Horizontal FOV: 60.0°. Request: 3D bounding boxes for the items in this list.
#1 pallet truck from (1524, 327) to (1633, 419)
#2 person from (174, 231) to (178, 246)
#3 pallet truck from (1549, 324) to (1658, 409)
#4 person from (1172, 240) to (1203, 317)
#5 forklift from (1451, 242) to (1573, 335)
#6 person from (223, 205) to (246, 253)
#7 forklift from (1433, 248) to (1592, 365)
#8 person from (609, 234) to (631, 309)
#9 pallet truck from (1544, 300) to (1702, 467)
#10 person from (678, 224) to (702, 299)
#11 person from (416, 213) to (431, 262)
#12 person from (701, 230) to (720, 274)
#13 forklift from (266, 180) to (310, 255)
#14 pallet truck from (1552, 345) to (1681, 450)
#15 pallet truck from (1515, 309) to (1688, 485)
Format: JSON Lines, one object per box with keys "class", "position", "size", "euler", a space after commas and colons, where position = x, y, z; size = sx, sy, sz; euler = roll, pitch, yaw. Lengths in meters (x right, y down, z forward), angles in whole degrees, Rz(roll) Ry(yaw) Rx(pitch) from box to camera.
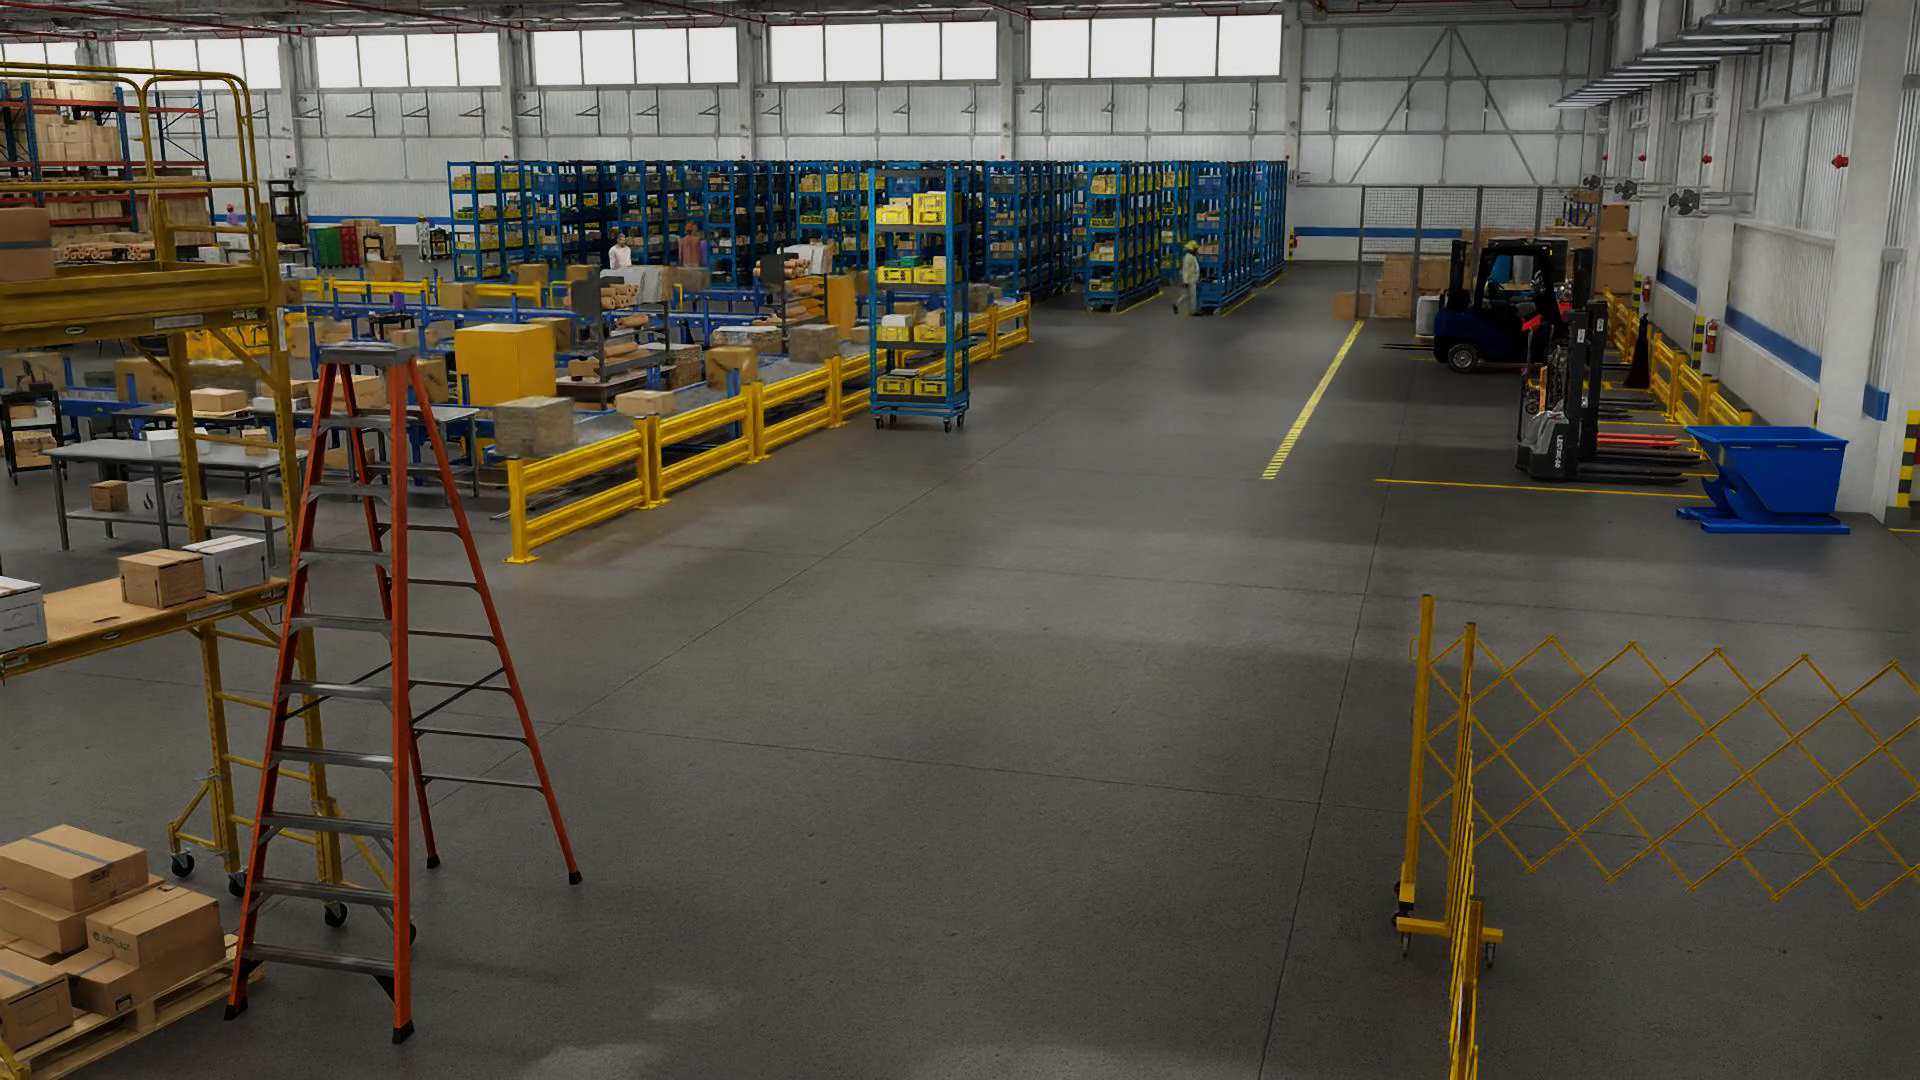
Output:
{"class": "pallet truck", "position": [9.065, -2.460, 24.370], "size": [1.522, 1.261, 0.704], "euler": [3, 13, 14]}
{"class": "person", "position": [-24.505, -9.048, 51.416], "size": [0.612, 1.938, 0.419], "euler": [-7, 15, -28]}
{"class": "pallet truck", "position": [9.824, -2.669, 25.407], "size": [1.601, 1.201, 0.680], "euler": [4, 14, 16]}
{"class": "person", "position": [5.395, -6.171, 39.255], "size": [0.697, 1.814, 0.602], "euler": [3, 13, 13]}
{"class": "forklift", "position": [10.464, -4.597, 31.405], "size": [2.680, 1.987, 1.157], "euler": [4, 14, 16]}
{"class": "person", "position": [-28.201, -12.054, 64.523], "size": [0.977, 1.892, 0.546], "euler": [1, 13, 5]}
{"class": "forklift", "position": [9.780, -4.111, 29.280], "size": [2.680, 1.987, 1.157], "euler": [3, 13, 14]}
{"class": "person", "position": [-8.144, -6.417, 40.135], "size": [0.406, 1.902, 0.639], "euler": [9, 16, 35]}
{"class": "pallet truck", "position": [8.263, -1.952, 20.631], "size": [1.885, 1.965, 0.823], "euler": [5, 14, 20]}
{"class": "person", "position": [-7.112, -7.340, 43.908], "size": [0.608, 1.996, 0.381], "euler": [-2, 13, -10]}
{"class": "person", "position": [-19.115, -10.759, 59.255], "size": [0.485, 1.734, 0.348], "euler": [-7, 15, -27]}
{"class": "person", "position": [-6.655, -7.345, 44.297], "size": [0.594, 1.823, 0.439], "euler": [6, 14, 25]}
{"class": "forklift", "position": [-25.970, -12.389, 63.788], "size": [1.129, 2.768, 1.873], "euler": [-11, 17, -40]}
{"class": "pallet truck", "position": [8.641, -1.896, 21.908], "size": [1.630, 1.274, 0.653], "euler": [4, 14, 16]}
{"class": "pallet truck", "position": [7.554, -1.677, 19.446], "size": [1.885, 1.965, 0.823], "euler": [3, 13, 14]}
